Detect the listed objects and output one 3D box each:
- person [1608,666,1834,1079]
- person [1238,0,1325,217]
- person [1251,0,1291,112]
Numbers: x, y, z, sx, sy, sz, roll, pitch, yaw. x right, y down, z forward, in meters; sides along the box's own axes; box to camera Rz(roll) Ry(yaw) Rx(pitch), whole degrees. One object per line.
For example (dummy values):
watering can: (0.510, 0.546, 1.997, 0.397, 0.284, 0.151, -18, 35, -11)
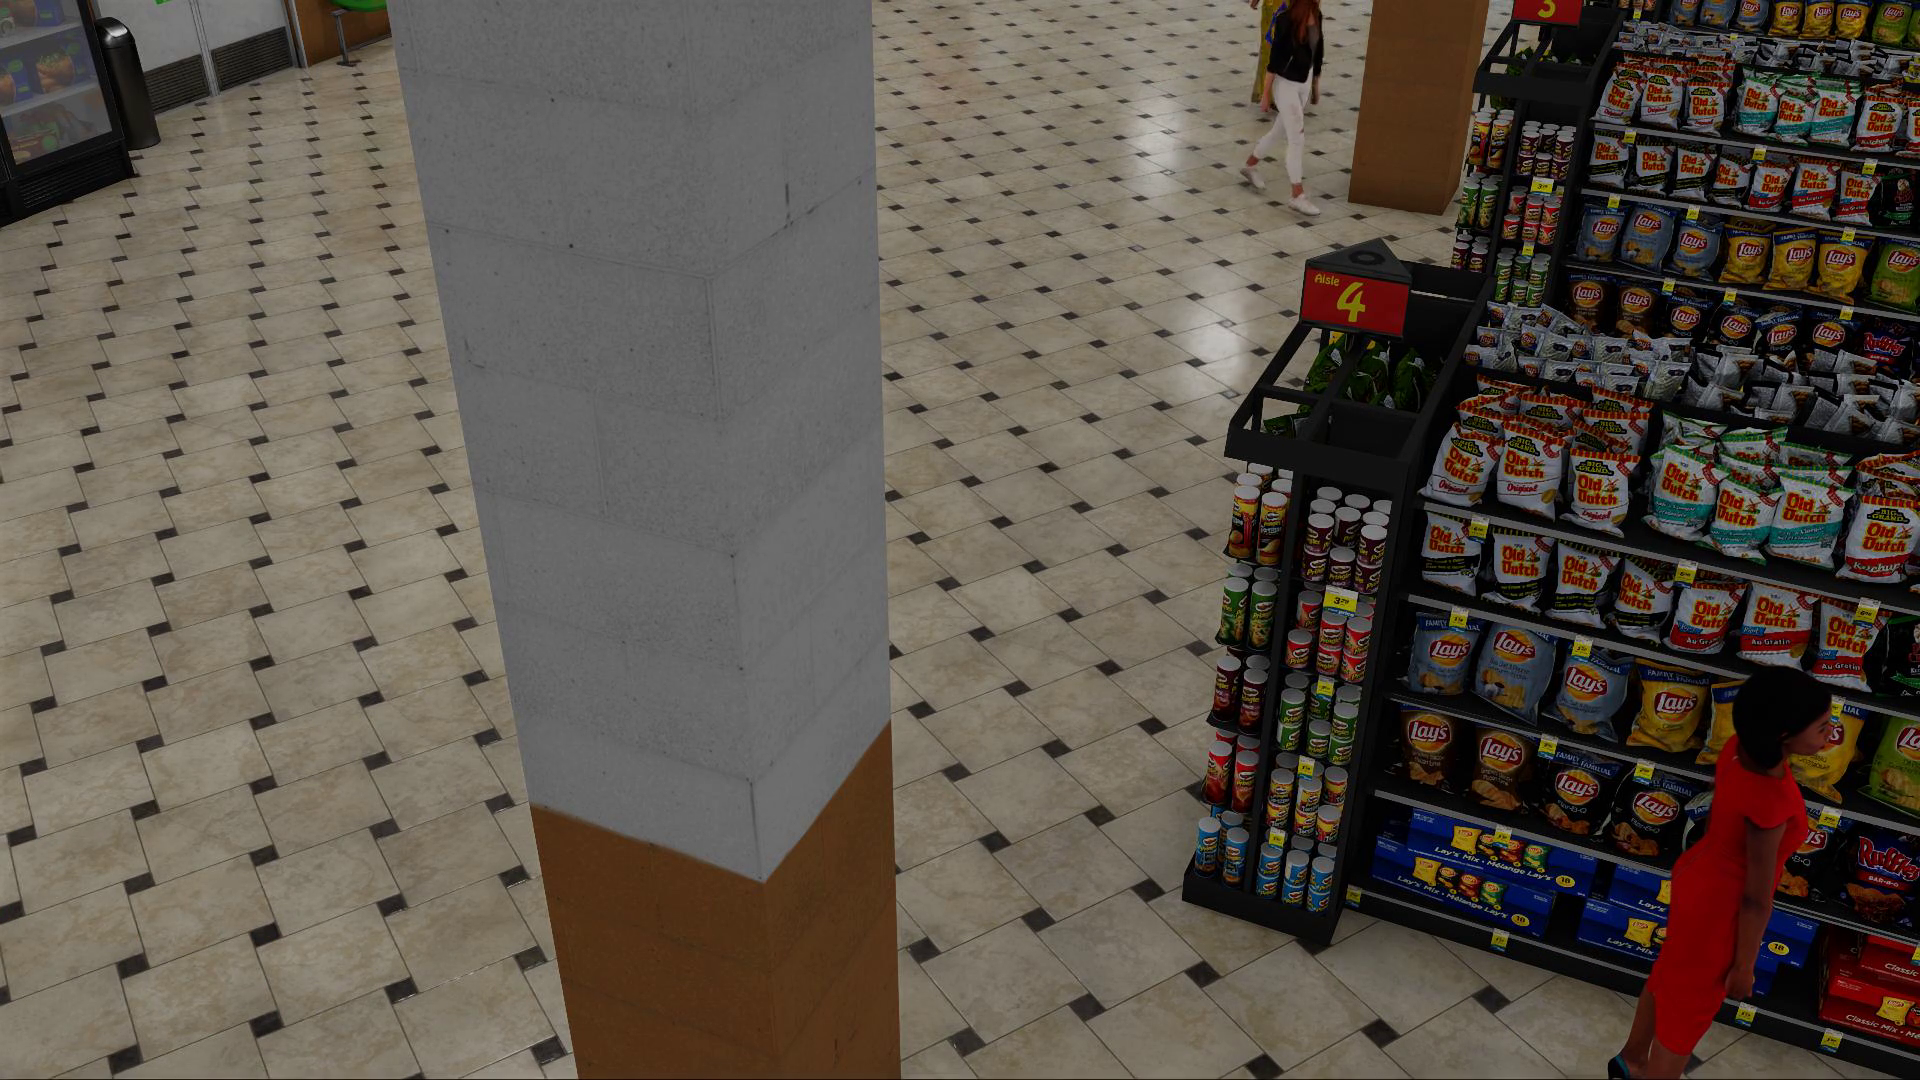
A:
person: (2.210, 1.097, 4.881, 0.579, 1.743, 0.623, 6, 32, 10)
person: (2.311, -3.234, 11.918, 0.920, 1.663, 1.200, -25, 40, -34)
person: (2.735, -4.372, 13.793, 1.320, 1.615, 1.195, -4, 32, -7)
